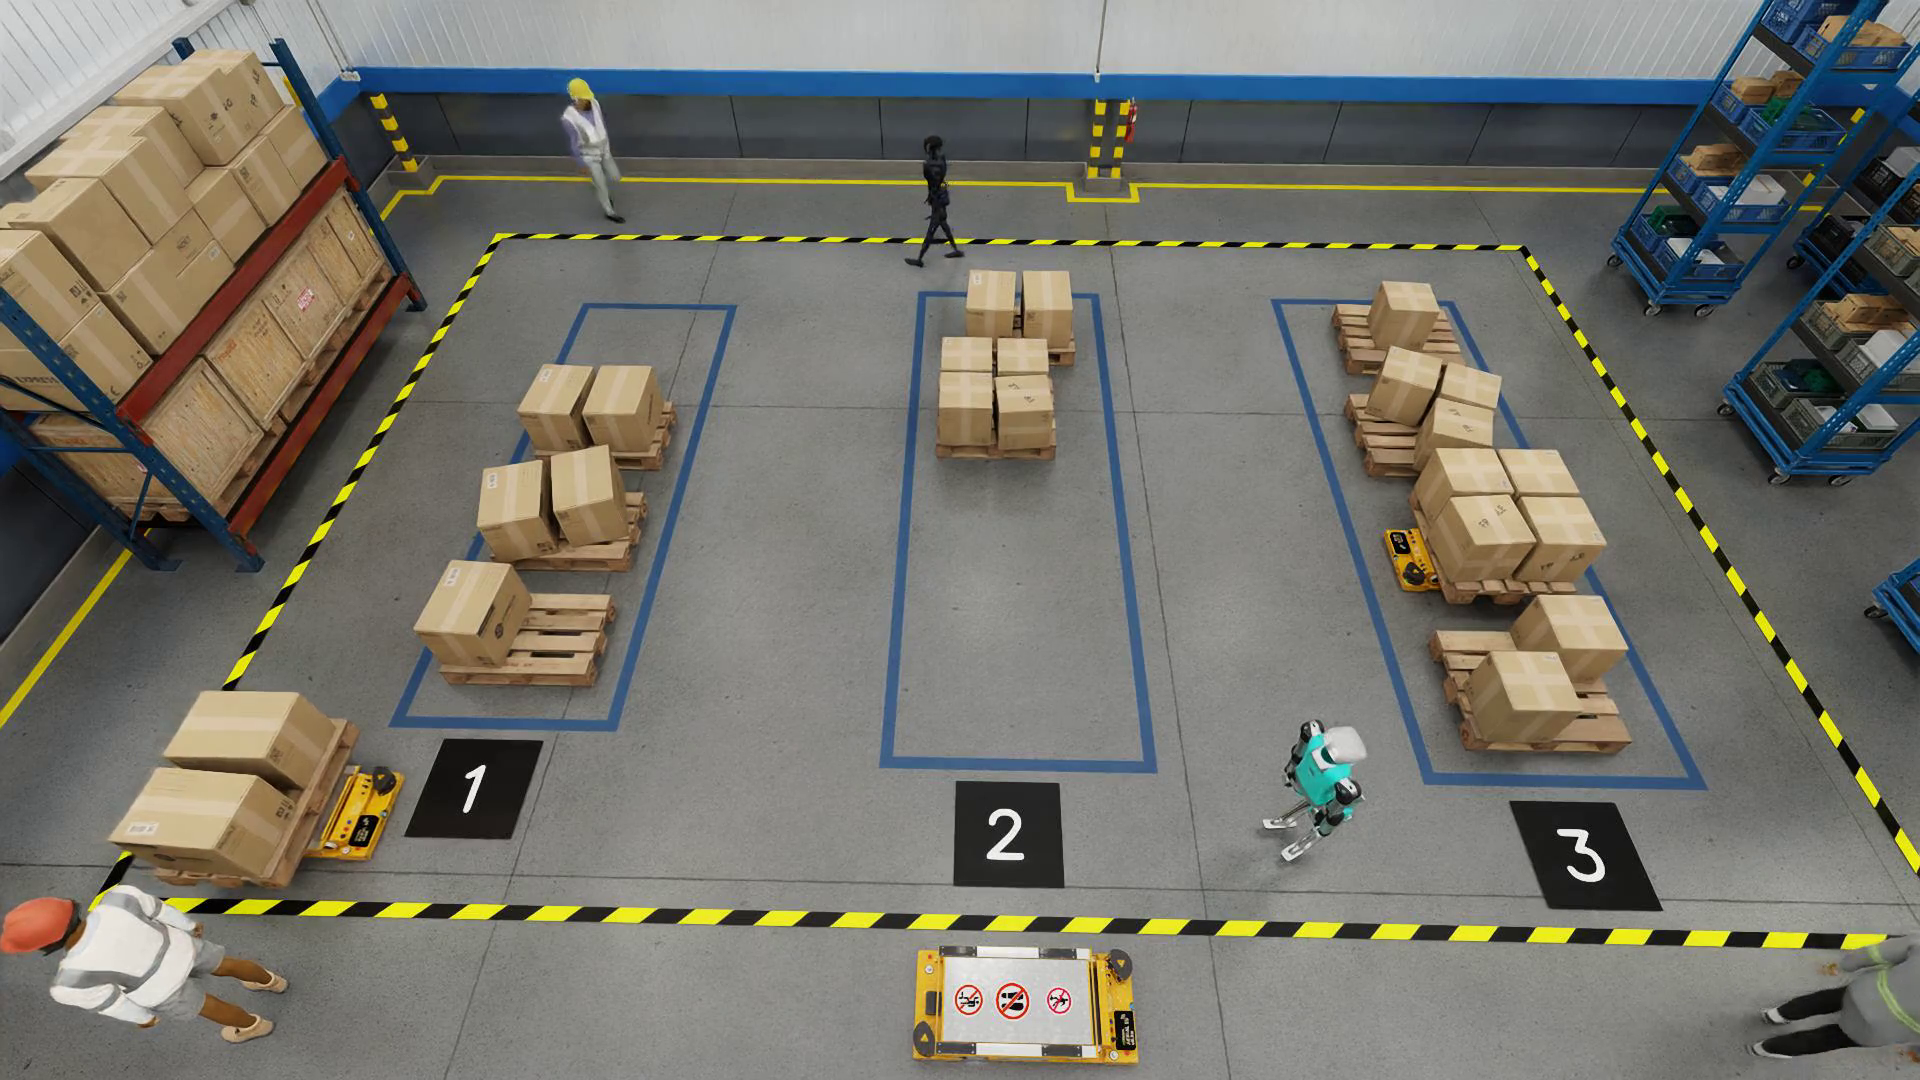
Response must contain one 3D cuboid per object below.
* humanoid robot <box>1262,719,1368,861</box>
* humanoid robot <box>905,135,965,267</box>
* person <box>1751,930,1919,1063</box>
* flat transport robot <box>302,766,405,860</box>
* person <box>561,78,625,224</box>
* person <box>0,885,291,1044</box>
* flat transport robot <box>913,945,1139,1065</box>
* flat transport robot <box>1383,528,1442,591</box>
[{"bbox_3d":[2.495,1.656,6.102,0.735,1.677,0.533,-13,52,-10],"label":"humanoid robot"},{"bbox_3d":[-0.312,-4.008,10.869,0.774,1.624,0.593,-7,51,-5],"label":"humanoid robot"},{"bbox_3d":[5.366,2.696,5.276,0.550,1.836,0.591,-1,51,-1],"label":"person"},{"bbox_3d":[-5.010,2.014,6.826,1.431,0.197,0.652,1,51,1],"label":"flat transport robot"},{"bbox_3d":[-4.573,-4.853,11.445,0.488,1.812,0.616,24,55,18],"label":"person"},{"bbox_3d":[-4.650,2.487,5.314,0.372,2.045,0.606,-1,51,-1],"label":"person"},{"bbox_3d":[0.422,3.041,6.007,1.431,0.231,0.659,1,51,1],"label":"flat transport robot"},{"bbox_3d":[4.689,0.155,8.342,1.431,0.197,0.652,1,51,1],"label":"flat transport robot"}]
